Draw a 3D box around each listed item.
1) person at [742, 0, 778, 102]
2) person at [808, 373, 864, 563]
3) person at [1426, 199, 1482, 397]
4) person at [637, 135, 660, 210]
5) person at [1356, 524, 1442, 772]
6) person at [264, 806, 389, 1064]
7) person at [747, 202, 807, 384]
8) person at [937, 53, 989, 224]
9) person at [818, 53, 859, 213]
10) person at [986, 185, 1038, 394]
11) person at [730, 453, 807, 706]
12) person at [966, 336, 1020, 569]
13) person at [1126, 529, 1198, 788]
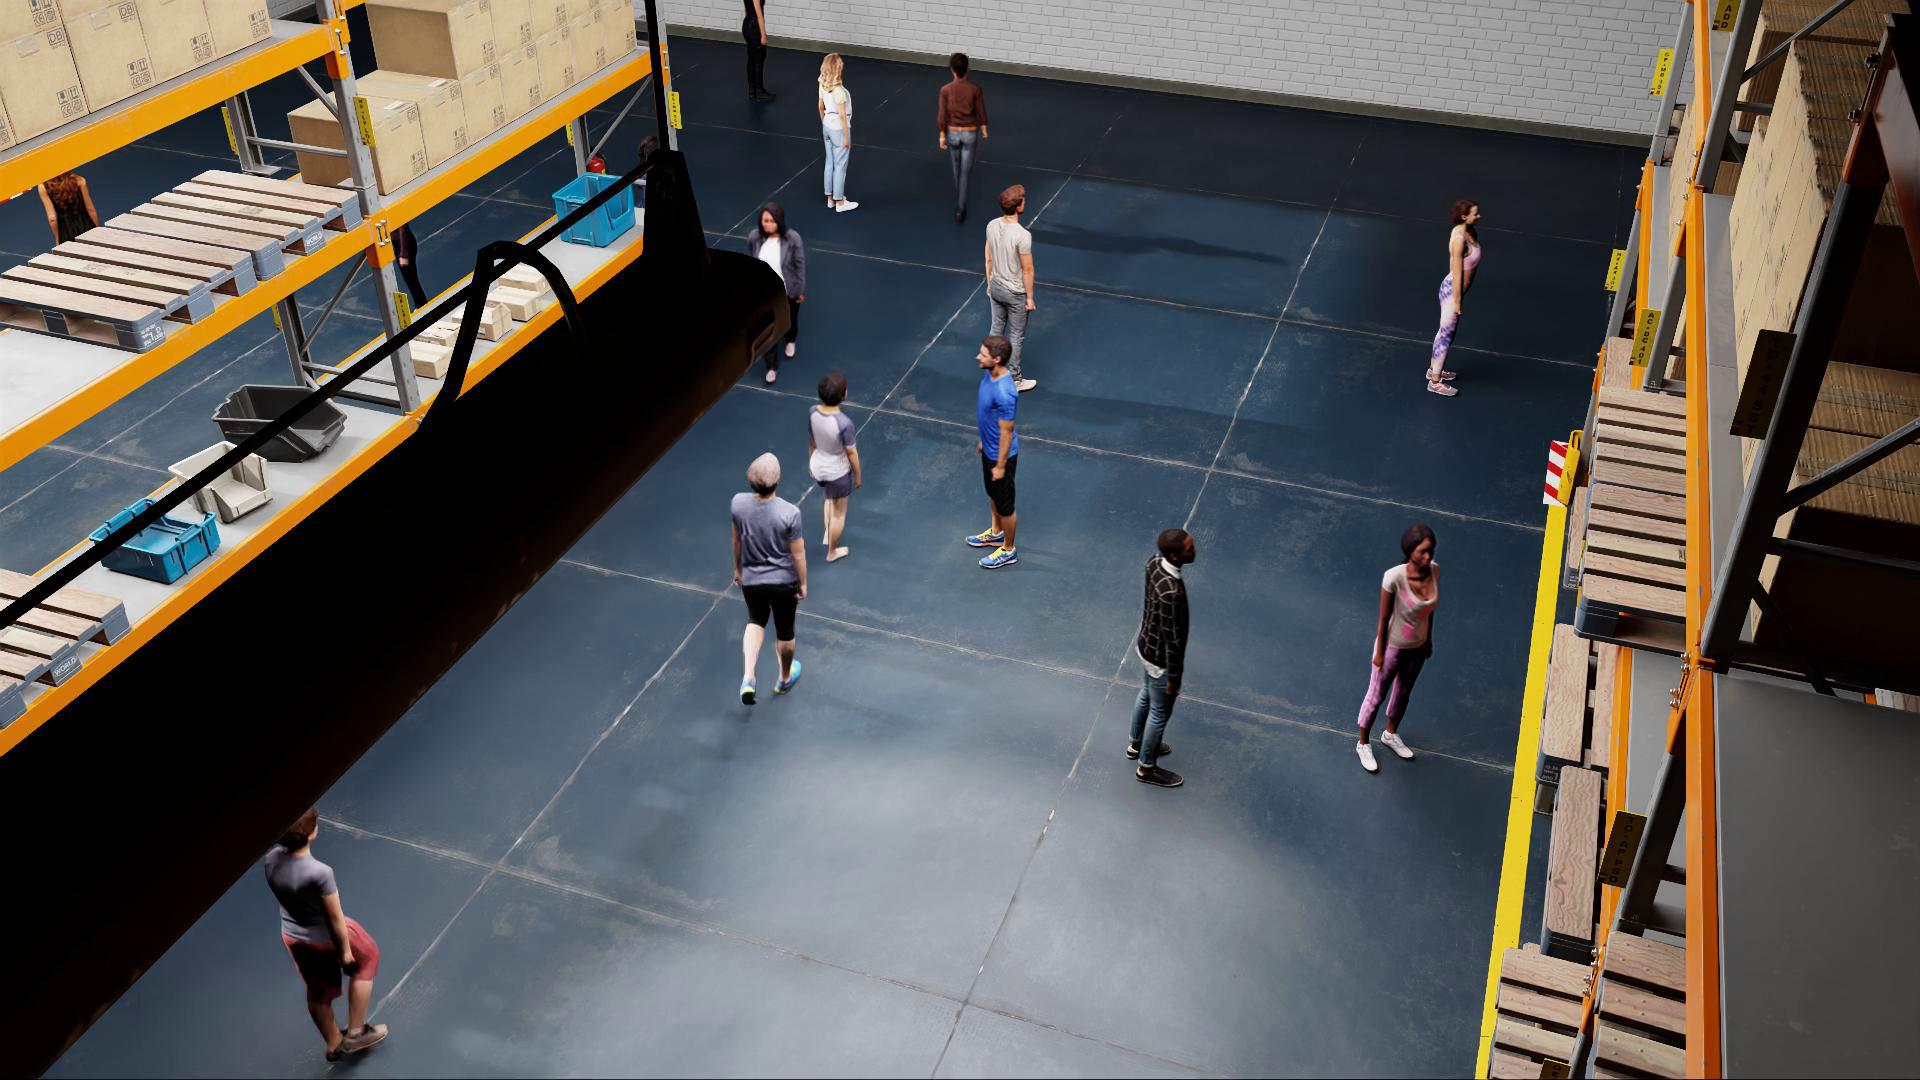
[{"bbox_3d":[-2.607,-6.445,21.107,0.739,1.688,0.686,-16,37,-23],"label":"person"},{"bbox_3d":[-0.988,-0.502,12.292,0.653,1.548,0.668,23,40,31],"label":"person"},{"bbox_3d":[4.329,-2.148,14.570,0.670,1.767,0.511,8,34,12],"label":"person"},{"bbox_3d":[-3.024,-3.182,16.270,0.765,1.607,0.731,4,34,6],"label":"person"},{"bbox_3d":[2.751,0.657,10.375,0.647,1.741,0.704,-14,36,-20],"label":"person"},{"bbox_3d":[-3.287,2.051,8.373,0.582,1.635,0.609,11,35,16],"label":"person"},{"bbox_3d":[-1.619,-2.276,14.944,0.890,1.567,1.137,0,34,0],"label":"person"},{"bbox_3d":[0.016,-4.244,17.756,0.813,1.732,1.147,5,34,8],"label":"person"},{"bbox_3d":[-1.347,-4.421,18.031,0.727,1.722,0.714,-23,40,-30],"label":"person"},{"bbox_3d":[0.429,-2.191,14.519,0.738,1.896,0.683,26,42,34],"label":"person"},{"bbox_3d":[-1.266,0.310,10.775,0.706,1.875,0.928,9,35,13],"label":"person"},{"bbox_3d":[0.292,-0.668,12.253,0.768,1.869,0.677,-7,34,-11],"label":"person"},{"bbox_3d":[1.231,0.693,10.250,0.805,1.819,0.649,-3,34,-5],"label":"person"}]
